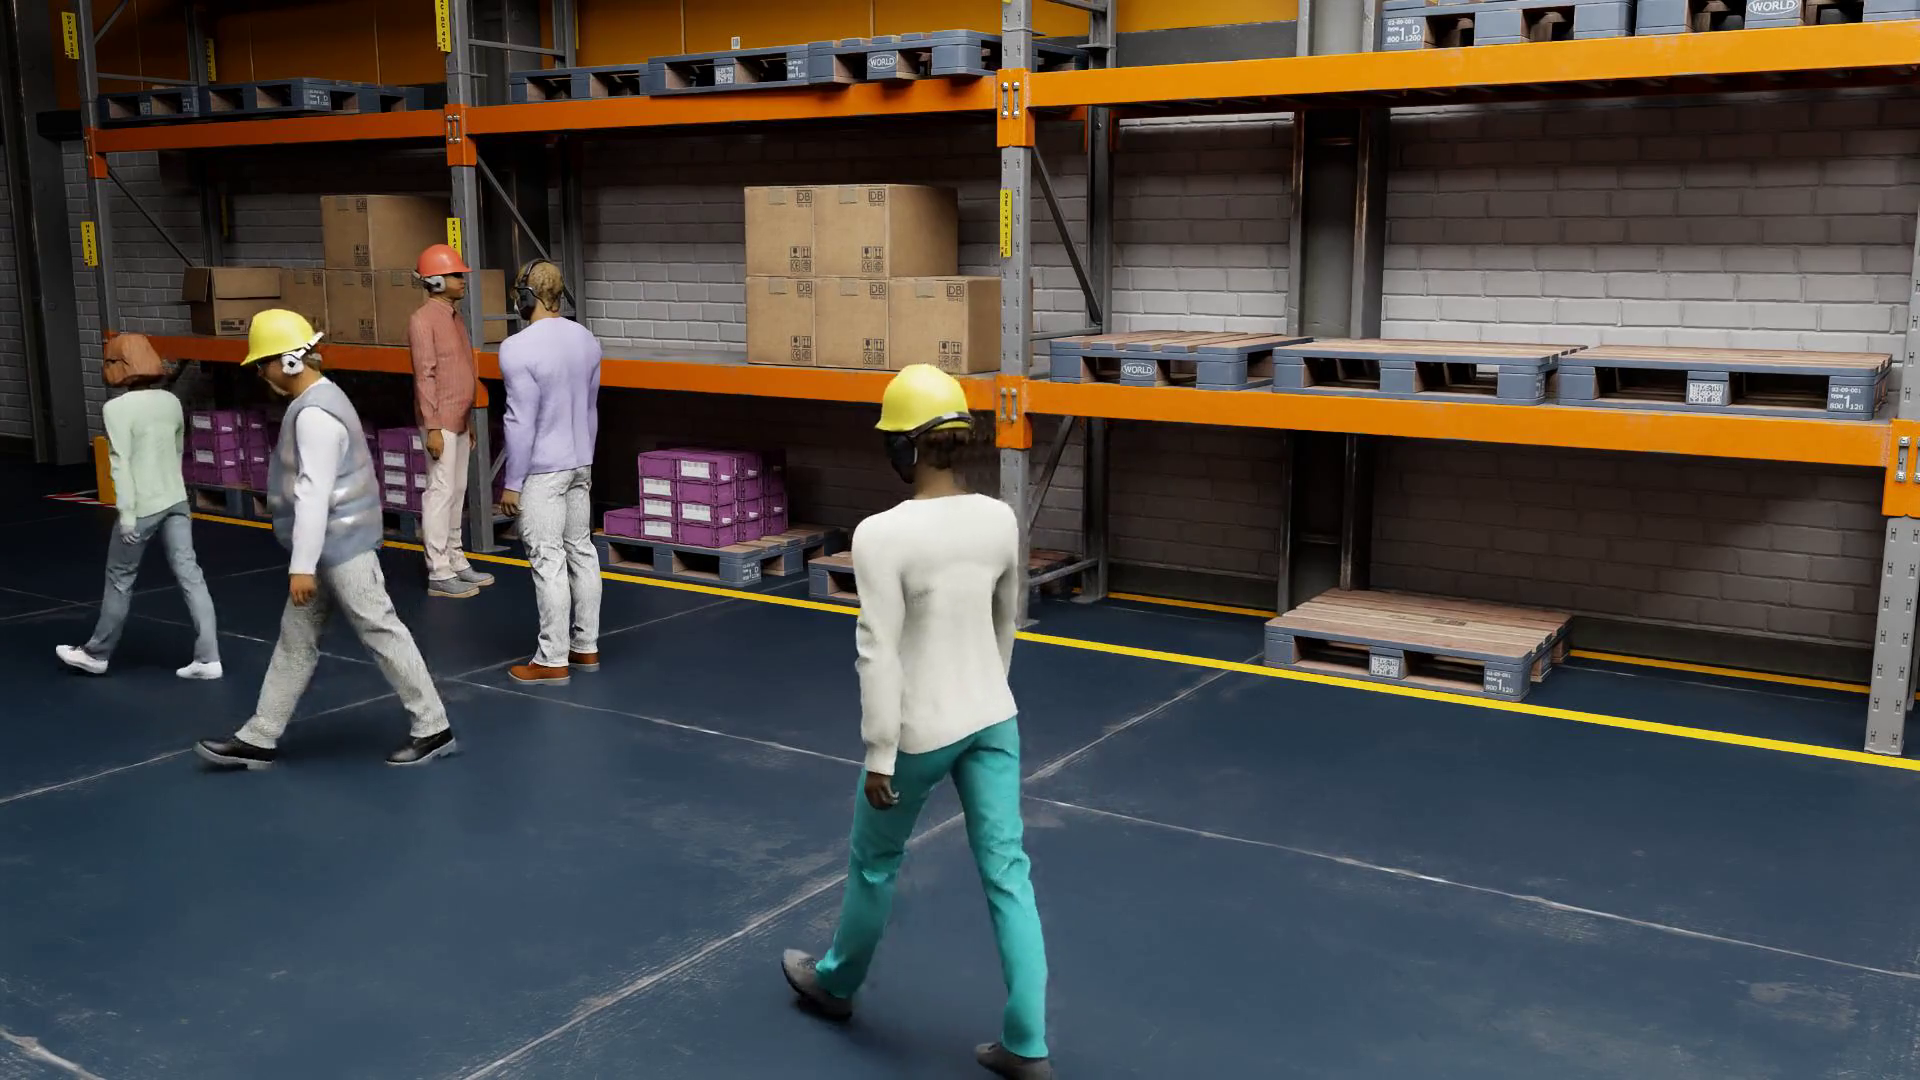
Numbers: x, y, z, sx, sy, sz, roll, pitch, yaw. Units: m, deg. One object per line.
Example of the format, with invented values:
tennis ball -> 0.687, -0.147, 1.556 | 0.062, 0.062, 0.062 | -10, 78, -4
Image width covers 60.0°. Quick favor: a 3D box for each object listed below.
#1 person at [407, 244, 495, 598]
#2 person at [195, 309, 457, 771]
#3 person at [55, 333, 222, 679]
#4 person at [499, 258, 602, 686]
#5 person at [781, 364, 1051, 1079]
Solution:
person -> -2.928, -0.678, 9.509 | 0.373, 1.997, 0.615 | 0, 10, 1
person -> -2.412, 0.020, 6.295 | 0.958, 1.767, 0.651 | -4, 11, -23
person -> -3.789, -0.144, 7.646 | 0.829, 1.588, 0.530 | 3, 11, 15
person -> -1.875, -0.304, 7.597 | 0.372, 1.940, 0.631 | 4, 11, 22
person -> -0.087, 0.438, 4.088 | 0.552, 1.719, 0.888 | -9, 13, -39
